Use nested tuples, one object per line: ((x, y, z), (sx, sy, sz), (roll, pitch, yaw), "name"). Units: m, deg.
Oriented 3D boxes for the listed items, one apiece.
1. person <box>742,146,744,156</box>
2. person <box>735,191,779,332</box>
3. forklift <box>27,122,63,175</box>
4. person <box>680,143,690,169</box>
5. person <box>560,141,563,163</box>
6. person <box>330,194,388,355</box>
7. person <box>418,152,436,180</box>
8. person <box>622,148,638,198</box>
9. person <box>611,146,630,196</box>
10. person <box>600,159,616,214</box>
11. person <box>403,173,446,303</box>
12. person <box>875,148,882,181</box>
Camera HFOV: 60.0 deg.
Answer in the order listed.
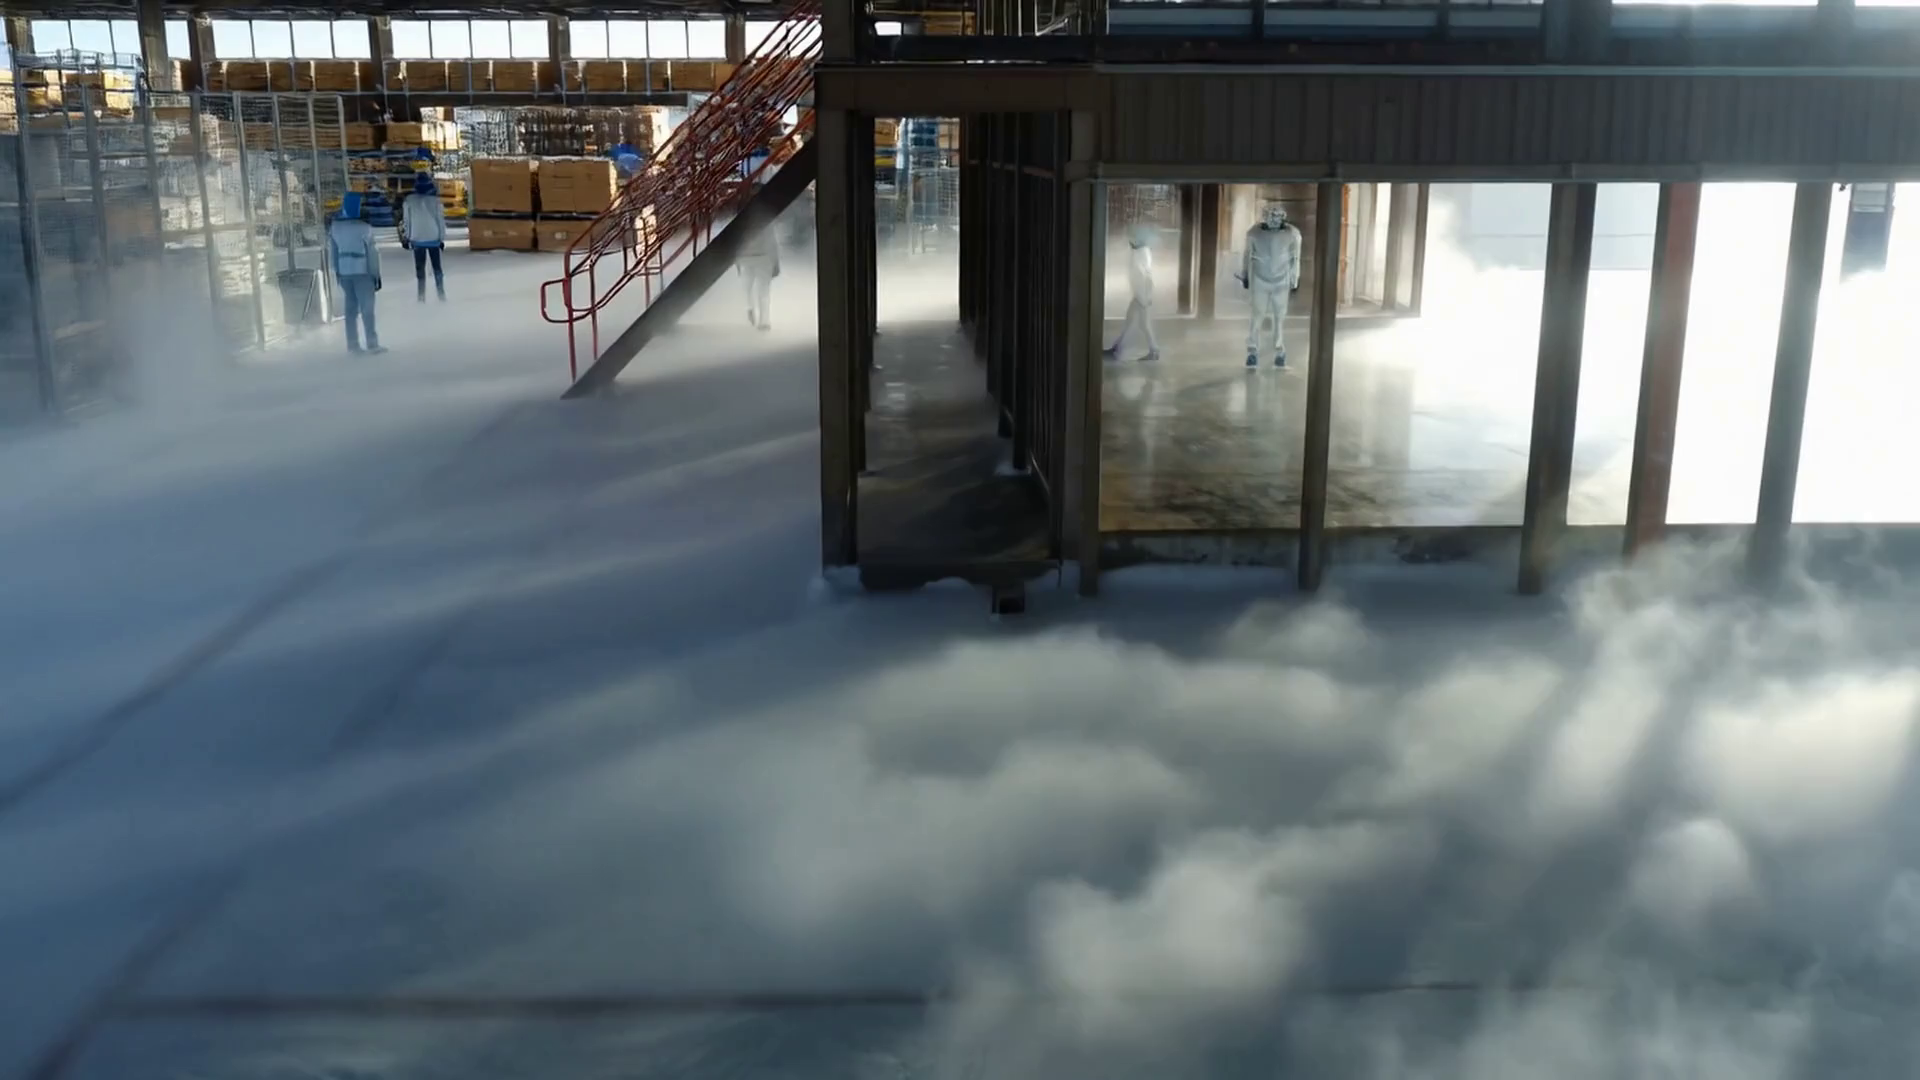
((-10.988, -19.762, 86.170), (0.618, 1.977, 0.658), (-3, 14, -11), "person")
((-2.709, -3.731, 22.293), (0.611, 1.870, 0.423), (3, 14, 11), "person")
((-35.376, -14.773, 64.377), (1.129, 2.768, 1.873), (-1, 14, -2), "forklift")
((-13.869, -19.224, 84.287), (0.587, 1.837, 0.403), (-5, 15, -20), "person")
((-21.757, -20.913, 91.029), (0.396, 1.839, 0.564), (-3, 14, -10), "person")
((-7.247, -3.183, 20.008), (0.596, 1.916, 0.380), (4, 15, 14), "person")
((-16.742, -11.241, 52.308), (0.554, 1.876, 1.008), (0, 14, -1), "person")
((-12.376, -13.760, 62.448), (0.830, 1.851, 0.668), (13, 19, 41), "person")
((-11.903, -12.734, 58.055), (1.070, 1.991, 0.610), (-3, 14, -11), "person")
((-9.618, -9.487, 45.388), (0.404, 1.827, 0.590), (-14, 19, -43), "person")
((-8.326, -4.703, 25.927), (0.612, 1.995, 0.376), (-6, 15, -21), "person")
((-3.570, -15.760, 70.634), (0.531, 1.745, 0.684), (-8, 16, -30), "person")
